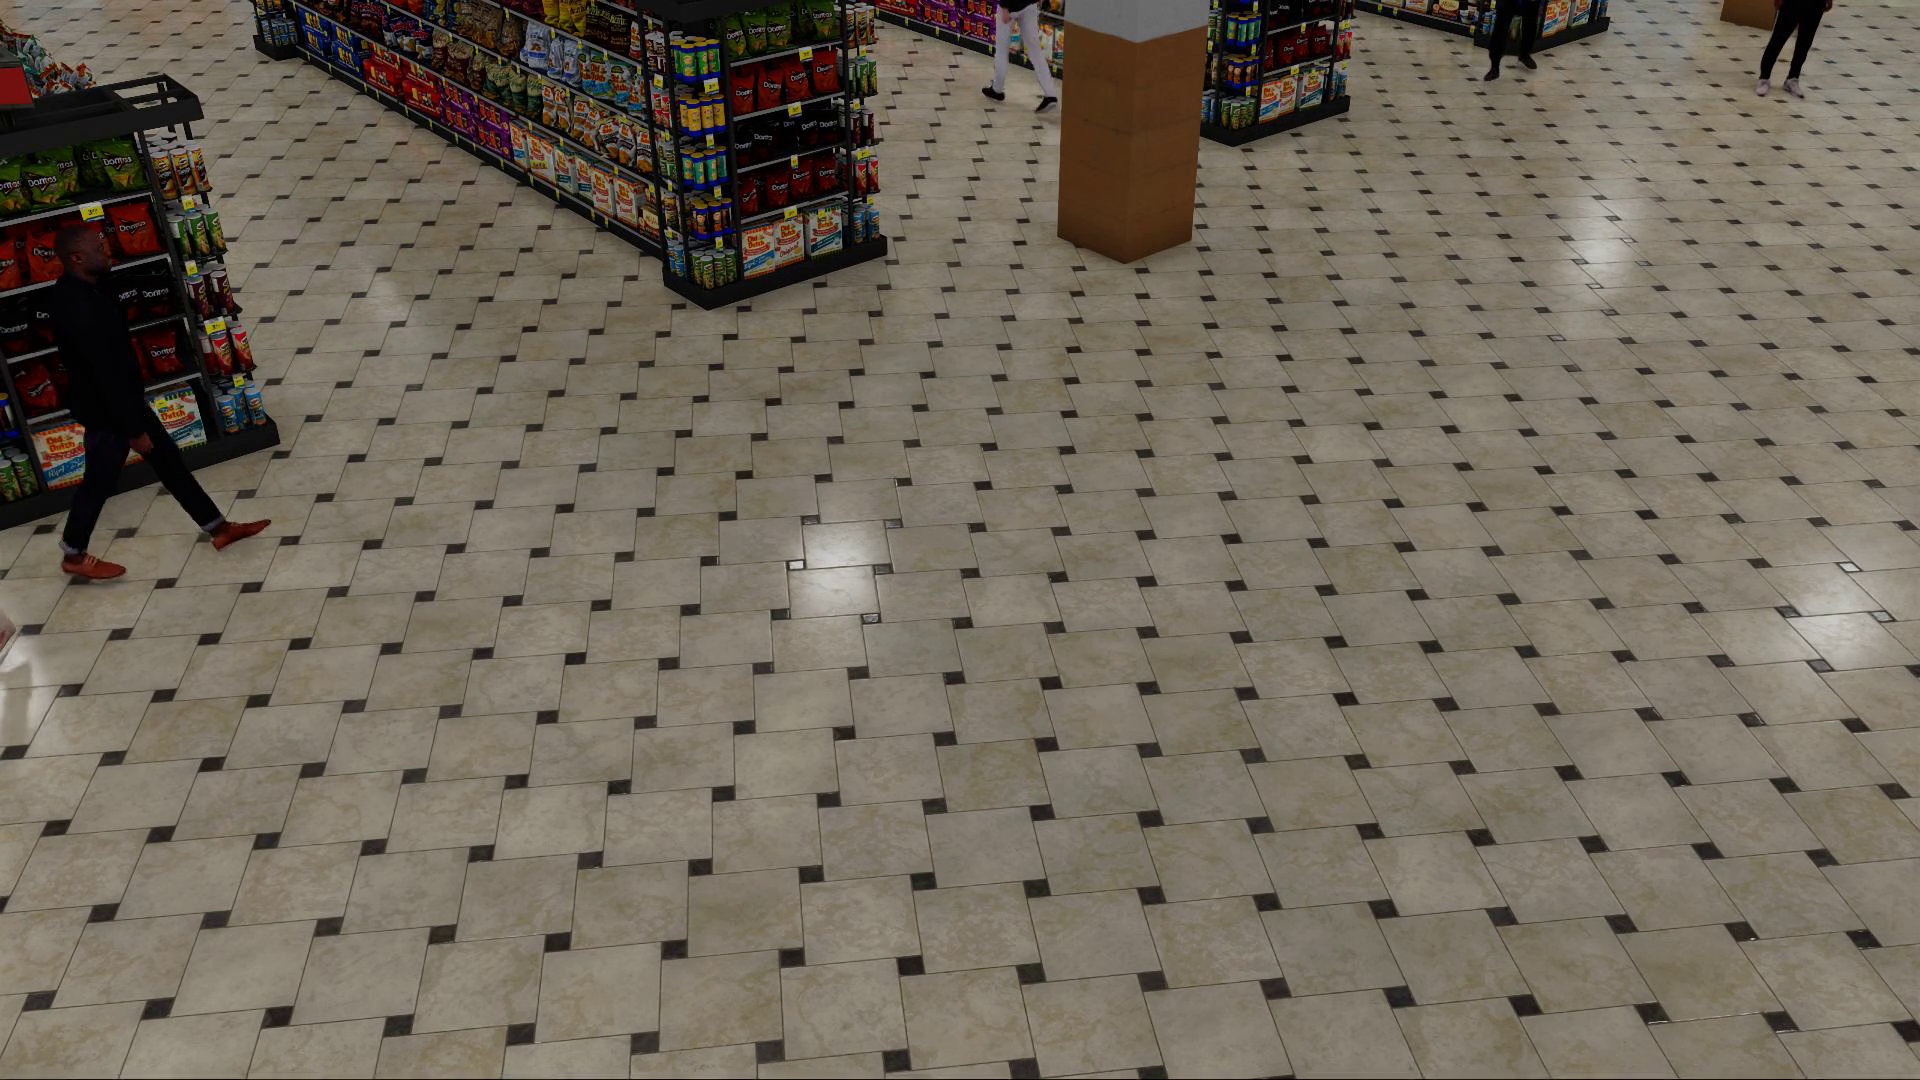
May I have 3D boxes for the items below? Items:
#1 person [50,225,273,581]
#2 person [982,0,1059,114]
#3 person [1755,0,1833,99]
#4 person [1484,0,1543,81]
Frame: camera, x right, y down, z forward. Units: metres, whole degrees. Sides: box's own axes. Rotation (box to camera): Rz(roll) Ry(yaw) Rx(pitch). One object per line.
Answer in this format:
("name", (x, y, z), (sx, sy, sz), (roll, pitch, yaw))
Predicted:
("person", (-4.110, -0.581, 7.882), (1.117, 1.764, 1.274), (-8, 33, -13))
("person", (0.576, -4.547, 14.219), (0.734, 1.804, 1.220), (-21, 37, -29))
("person", (7.488, -4.874, 14.722), (0.722, 1.828, 0.784), (3, 32, 5))
("person", (5.164, -5.085, 15.190), (1.122, 1.692, 1.089), (7, 33, 12))
